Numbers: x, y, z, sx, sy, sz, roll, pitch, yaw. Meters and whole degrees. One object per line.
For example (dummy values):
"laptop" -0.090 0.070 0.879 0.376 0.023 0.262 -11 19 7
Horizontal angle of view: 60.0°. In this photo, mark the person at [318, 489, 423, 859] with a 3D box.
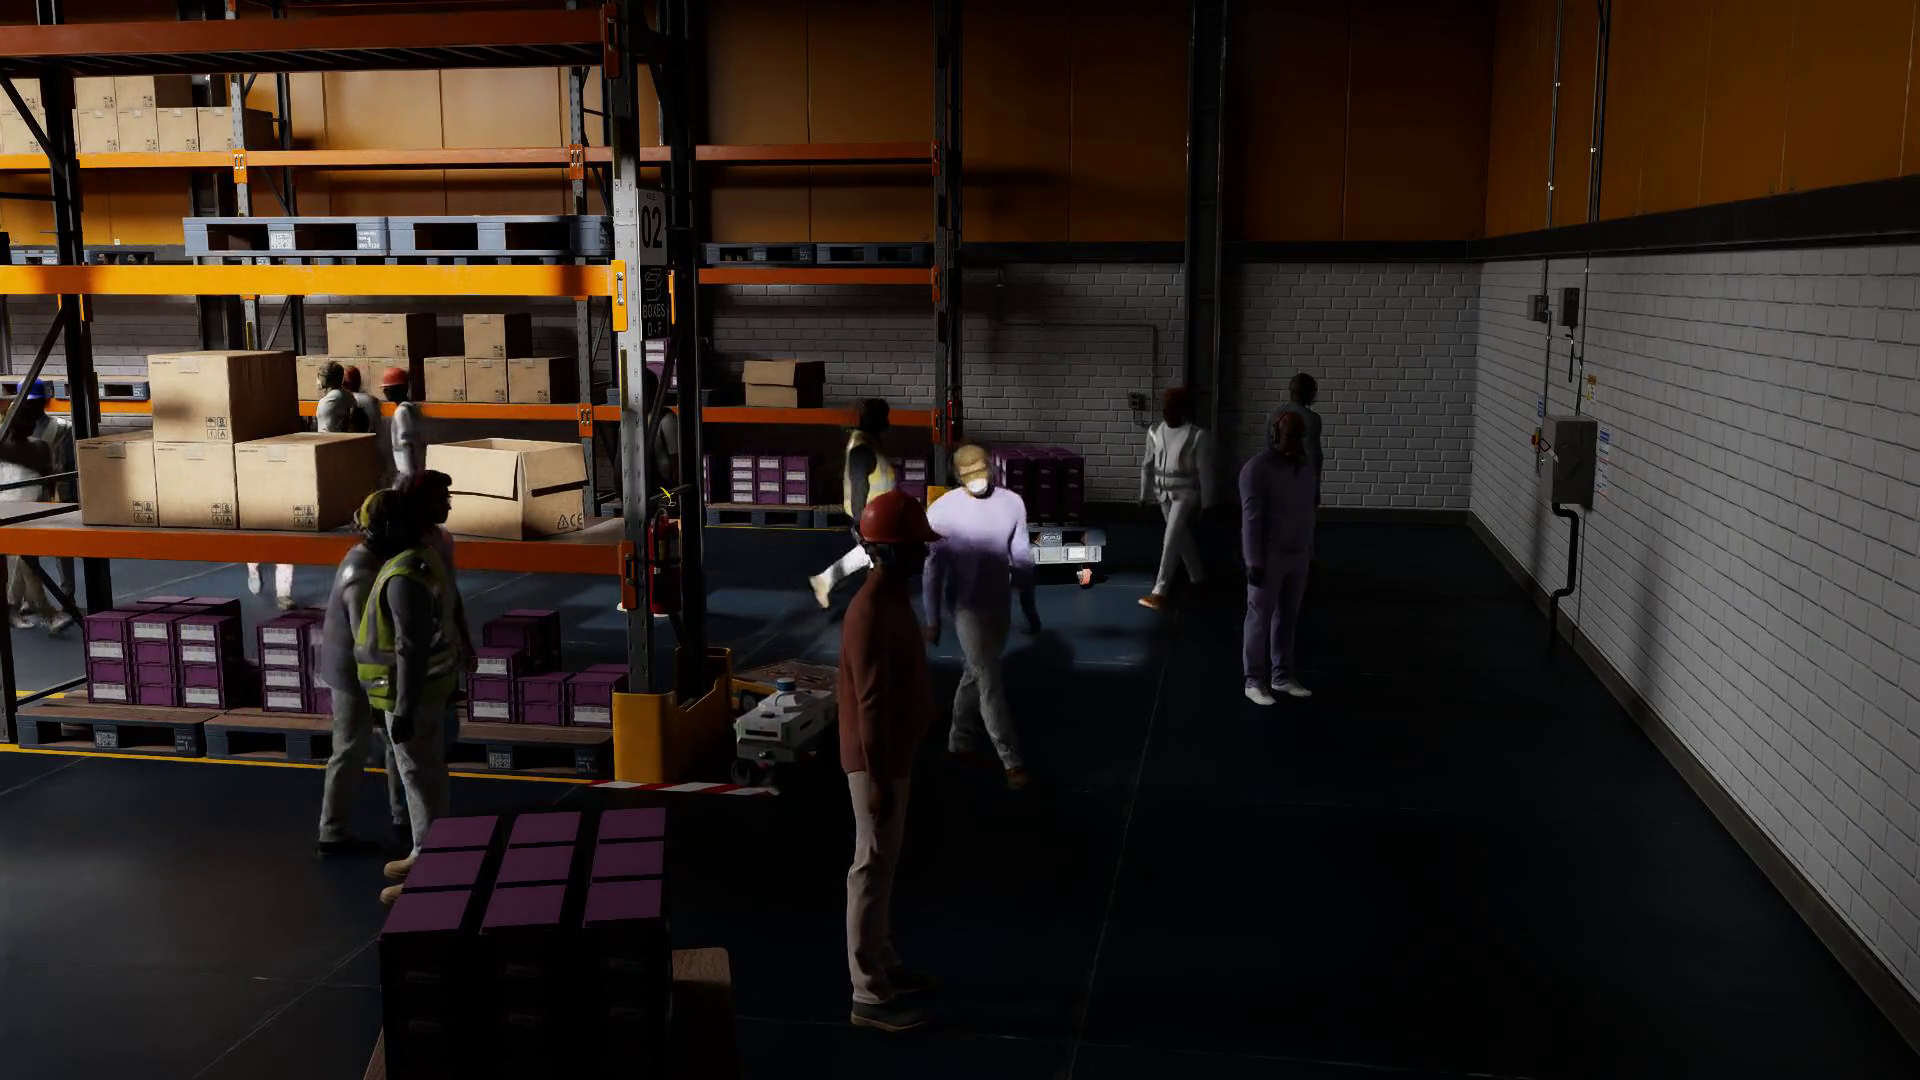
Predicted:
"person" -2.749 0.644 7.895 0.721 1.787 0.615 -2 9 -10

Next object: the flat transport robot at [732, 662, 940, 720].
"flat transport robot" -0.877 0.980 10.477 1.431 0.197 0.652 8 12 39

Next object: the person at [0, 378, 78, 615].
"person" -7.528 -0.363 13.625 0.601 1.948 0.386 -4 10 -21

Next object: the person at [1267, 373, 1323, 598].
"person" 2.883 -0.468 14.314 0.369 1.936 0.630 -5 10 -28

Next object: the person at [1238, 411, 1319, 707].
"person" 2.100 0.113 10.820 0.636 1.903 0.404 -7 11 -37

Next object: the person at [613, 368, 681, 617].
"person" -2.559 -0.392 13.516 0.686 2.000 0.535 7 12 37

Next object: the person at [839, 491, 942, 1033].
"person" -0.260 0.807 6.220 0.391 1.995 0.613 1 9 5

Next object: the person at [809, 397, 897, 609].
"person" -0.804 -0.241 13.293 0.743 1.815 0.632 0 9 -2

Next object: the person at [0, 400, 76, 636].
"person" -7.153 -0.168 12.825 0.980 1.814 0.513 4 10 22

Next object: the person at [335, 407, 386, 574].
"person" -4.352 -0.086 12.376 0.956 1.824 0.507 2 9 11

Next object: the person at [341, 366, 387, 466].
"person" -6.161 -0.869 17.113 0.916 1.853 0.583 7 11 36

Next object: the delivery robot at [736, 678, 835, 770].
"delivery robot" -0.955 1.004 9.164 0.477 0.478 0.707 3 10 17

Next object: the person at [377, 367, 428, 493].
"person" -5.169 -0.662 15.570 0.478 1.912 0.591 -1 9 -9

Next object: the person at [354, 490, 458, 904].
"person" -2.461 0.690 7.419 0.430 1.845 0.624 -2 9 -13

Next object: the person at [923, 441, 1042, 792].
"person" 0.170 0.408 9.034 0.623 1.884 0.858 -9 13 -43

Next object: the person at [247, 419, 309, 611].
"person" -5.785 -0.416 13.934 0.663 1.956 0.838 -6 11 -33

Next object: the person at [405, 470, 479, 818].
"person" -2.632 0.559 8.271 0.519 1.825 0.581 1 9 5

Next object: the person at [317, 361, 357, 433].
"person" -6.051 -0.767 16.162 0.372 1.940 0.632 0 9 0

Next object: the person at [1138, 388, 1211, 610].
"person" 1.829 -0.368 14.021 1.017 1.836 0.571 -9 13 -43
